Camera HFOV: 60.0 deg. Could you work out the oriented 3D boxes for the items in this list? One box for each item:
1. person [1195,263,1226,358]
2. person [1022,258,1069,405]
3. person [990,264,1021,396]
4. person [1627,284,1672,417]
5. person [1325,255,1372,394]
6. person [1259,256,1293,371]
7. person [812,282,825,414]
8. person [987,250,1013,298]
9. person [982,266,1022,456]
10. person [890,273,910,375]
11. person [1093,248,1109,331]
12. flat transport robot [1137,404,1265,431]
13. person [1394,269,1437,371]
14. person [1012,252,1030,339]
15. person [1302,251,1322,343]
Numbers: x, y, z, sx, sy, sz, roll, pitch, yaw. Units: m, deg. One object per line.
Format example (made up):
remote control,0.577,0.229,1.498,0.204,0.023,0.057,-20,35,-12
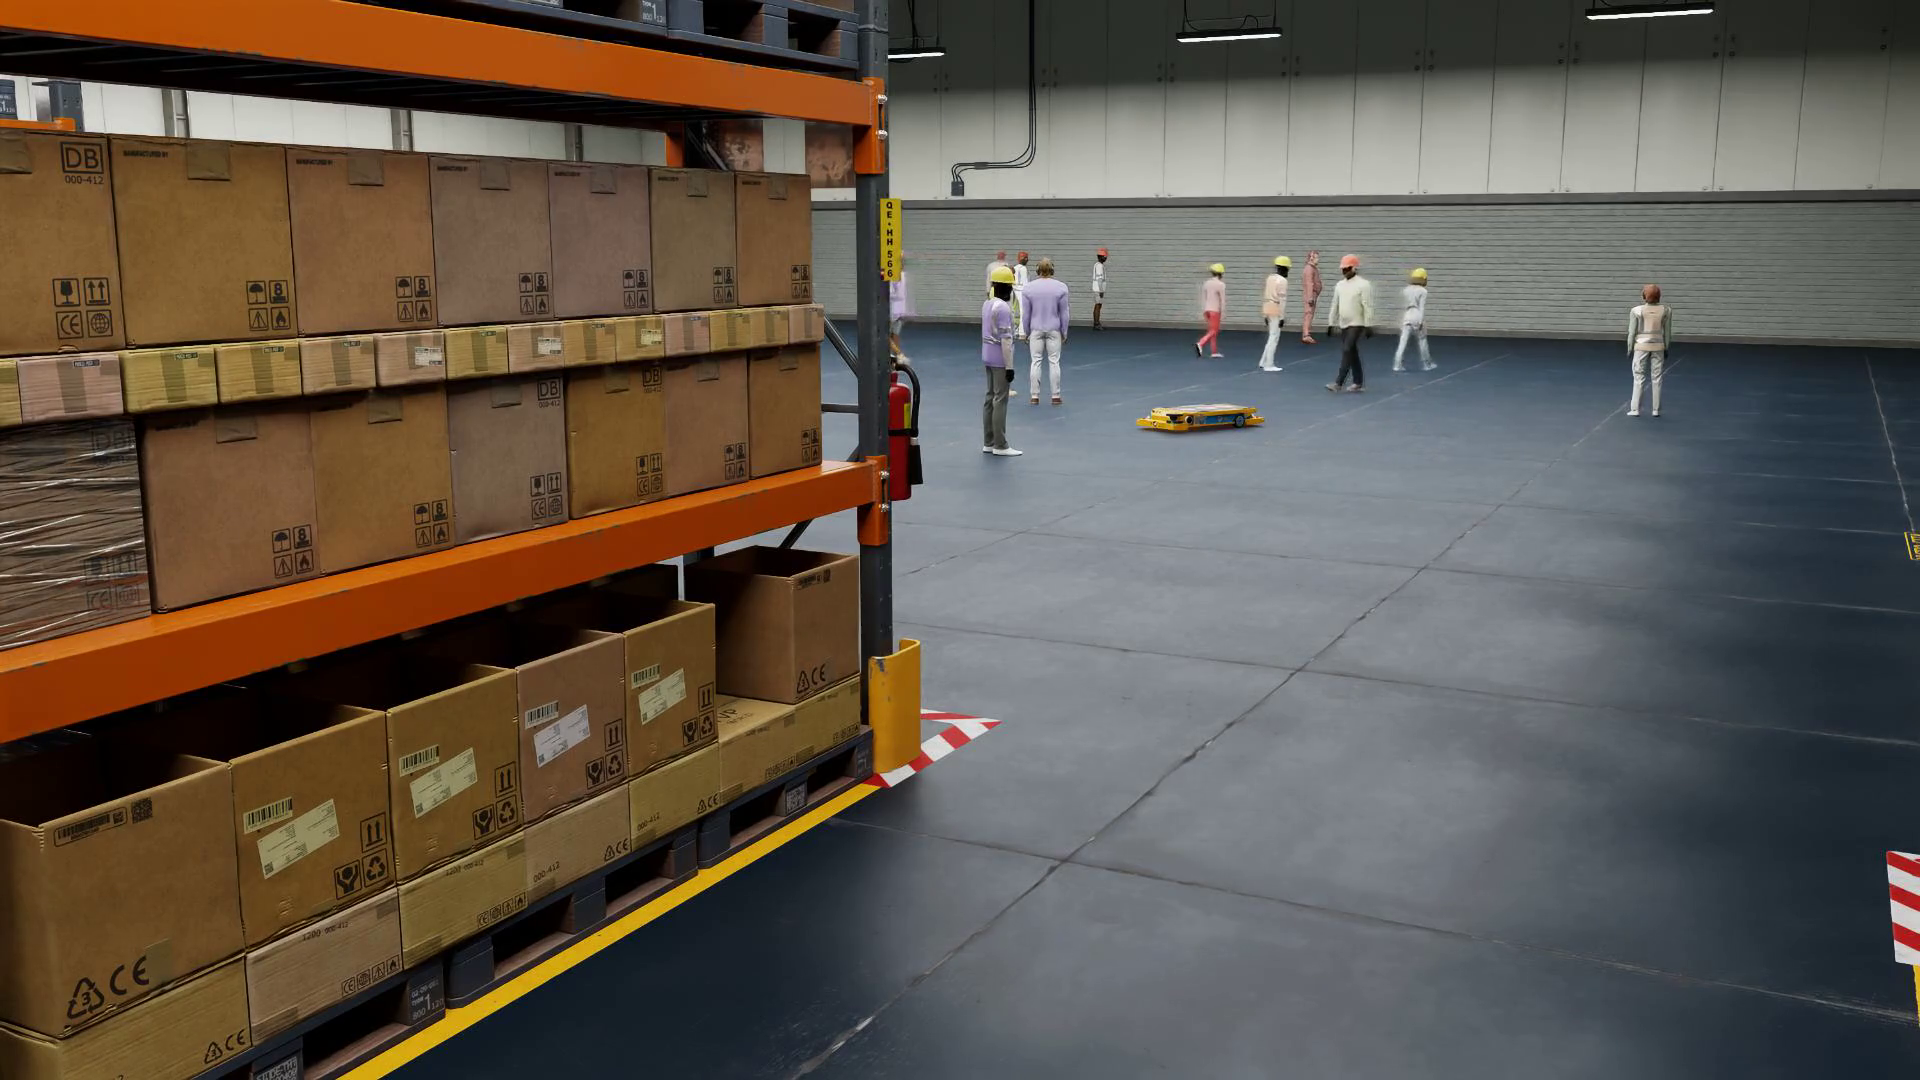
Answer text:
person,4.570,-4.175,30.338,0.710,1.746,0.534,-7,12,-32
person,1.129,-2.750,22.019,0.630,1.940,0.372,1,10,6
person,0.636,-2.933,23.304,0.430,1.837,0.626,-3,11,-17
person,8.517,-2.335,20.570,0.511,1.641,0.308,1,10,7
person,5.455,-3.061,23.651,0.954,1.949,0.658,-6,12,-31
person,5.249,-3.734,27.521,0.486,1.899,0.604,-3,11,-17
person,-2.042,-2.464,20.807,0.615,1.807,0.596,-1,10,-7
person,0.966,-5.922,39.439,0.671,1.891,0.473,1,10,4
person,0.411,-1.824,17.000,0.362,1.928,0.587,-4,11,-20
person,-1.068,-3.646,26.686,0.461,2.029,0.608,4,11,23
person,3.311,-5.885,39.142,0.374,1.928,0.542,0,10,-2
flat transport robot,2.825,-1.448,19.471,1.431,0.197,0.652,-7,13,-34
person,7.543,-3.636,27.523,0.890,1.695,0.492,-7,13,-35
person,1.330,-5.291,36.052,0.354,1.874,0.573,-5,11,-24
person,7.333,-5.053,34.663,0.407,1.906,0.655,2,11,10
